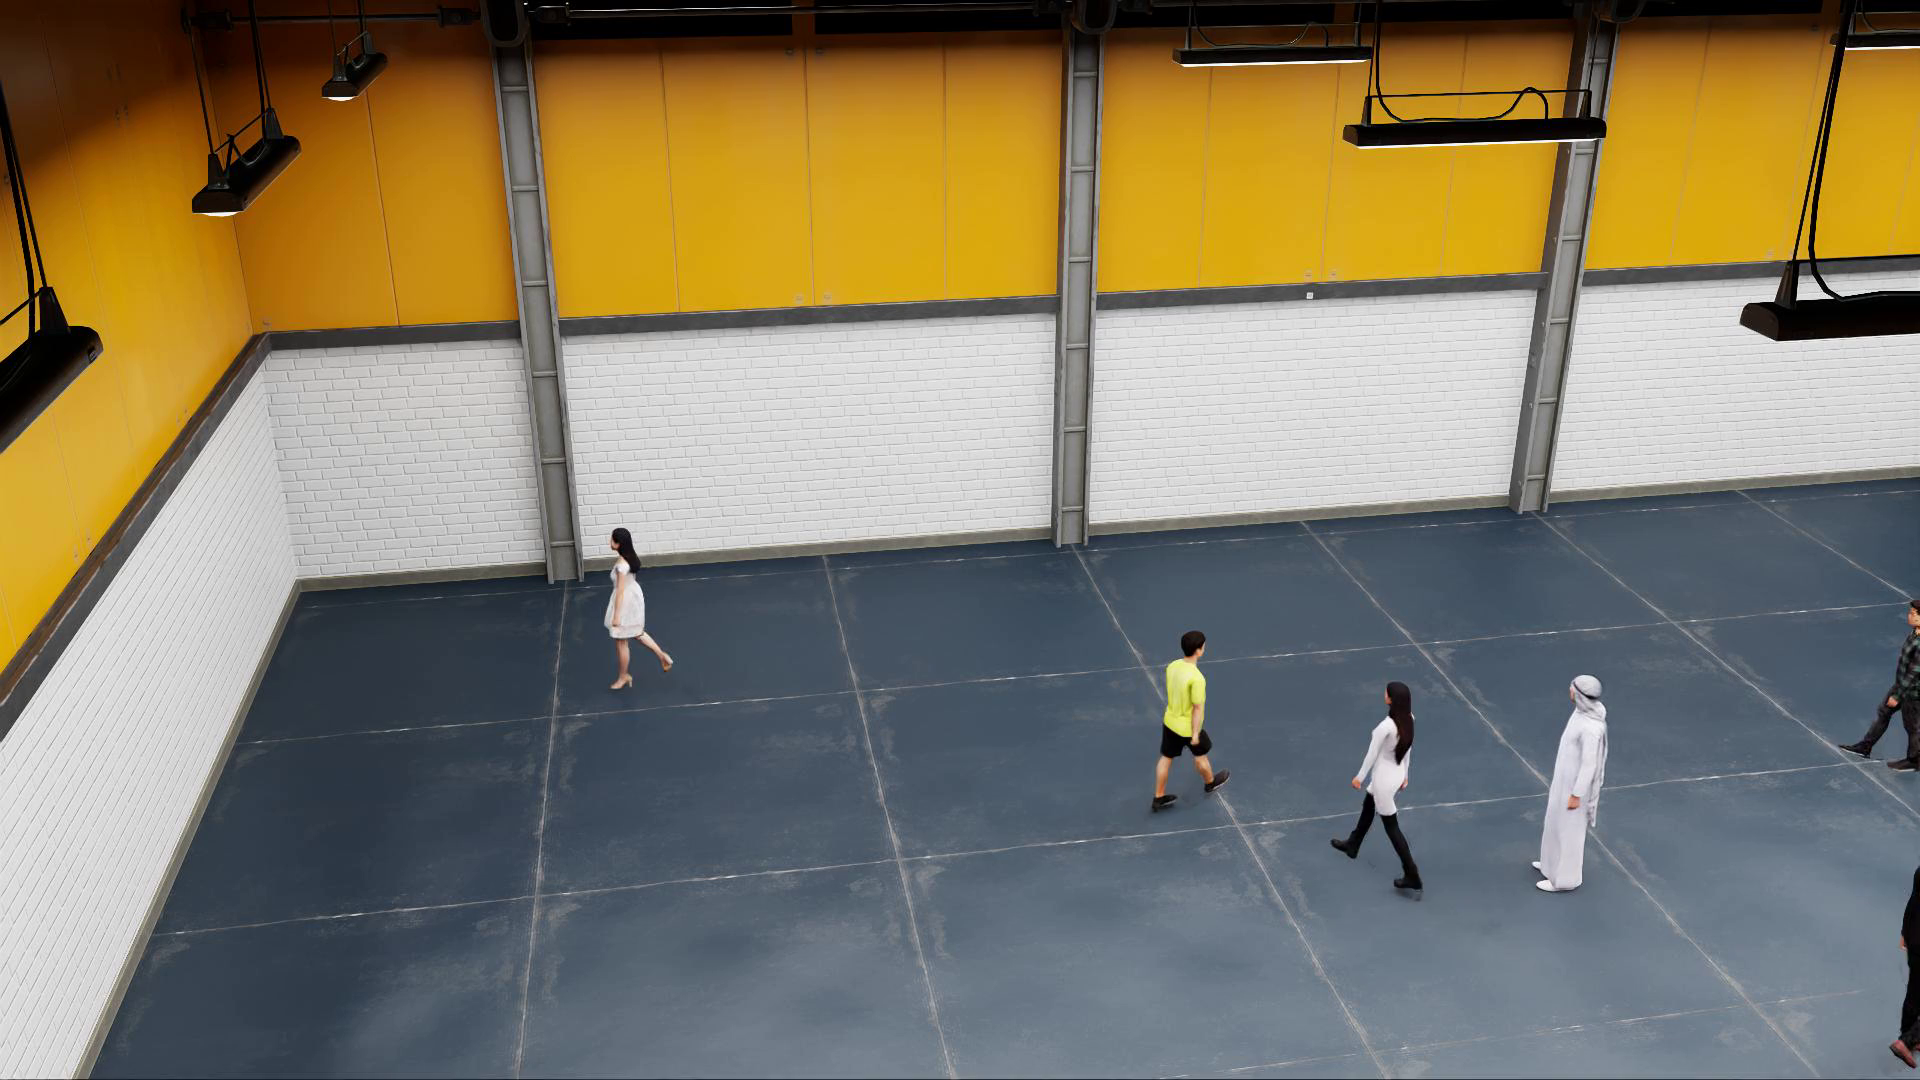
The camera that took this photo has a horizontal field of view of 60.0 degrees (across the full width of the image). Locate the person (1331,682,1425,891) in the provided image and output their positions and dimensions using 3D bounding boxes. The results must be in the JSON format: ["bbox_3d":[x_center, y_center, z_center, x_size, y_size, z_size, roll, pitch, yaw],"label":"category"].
[{"bbox_3d":[3.520,2.021,13.477,1.115,1.767,1.163,21,31,40],"label":"person"}]

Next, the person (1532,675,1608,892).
[{"bbox_3d":[4.965,1.952,13.437,0.763,1.926,0.783,5,24,11],"label":"person"}]

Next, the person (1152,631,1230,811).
[{"bbox_3d":[1.892,1.615,14.524,1.138,1.672,0.939,-16,28,-32],"label":"person"}]

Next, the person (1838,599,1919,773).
[{"bbox_3d":[8.600,1.322,14.903,1.027,1.696,0.902,5,24,12],"label":"person"}]

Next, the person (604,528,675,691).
[{"bbox_3d":[-3.231,0.703,16.501,0.955,1.759,0.762,1,24,2],"label":"person"}]

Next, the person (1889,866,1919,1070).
[{"bbox_3d":[6.671,2.846,11.461,0.956,1.868,0.866,-14,27,-28],"label":"person"}]
